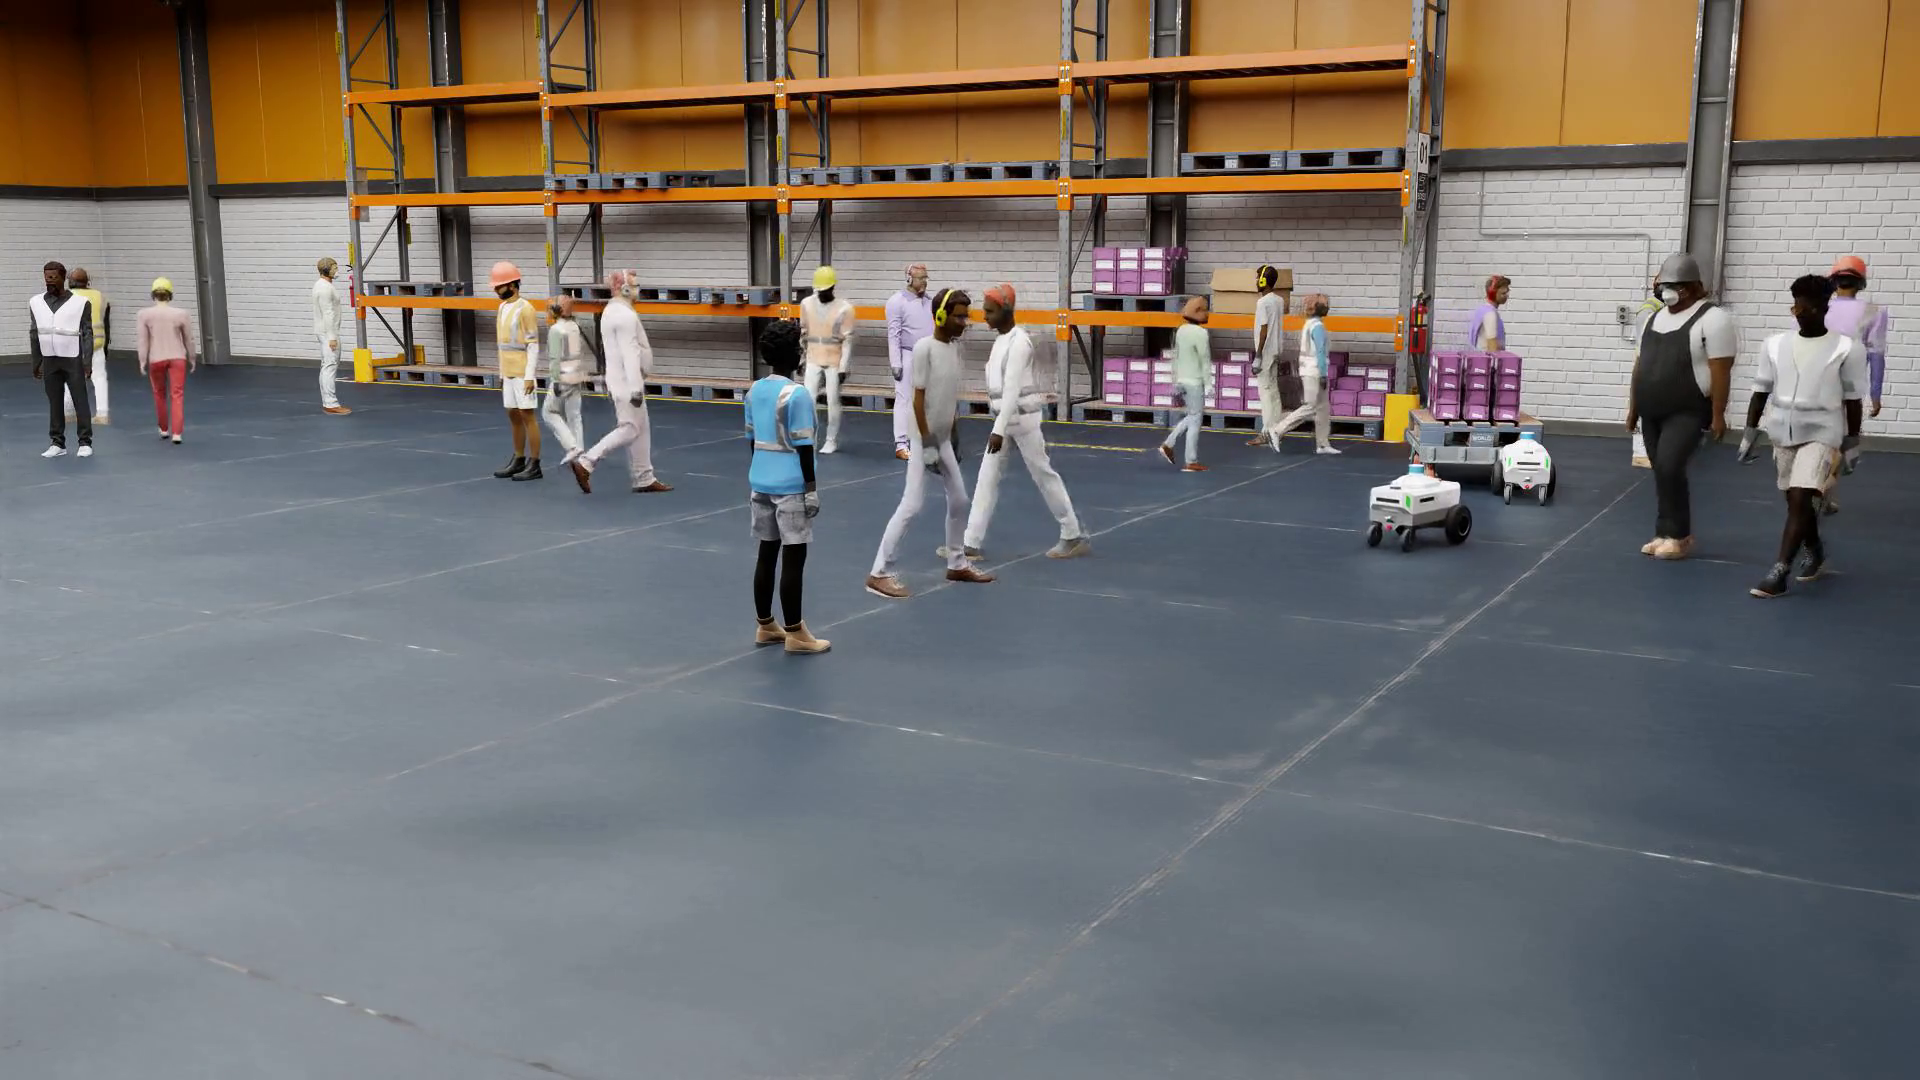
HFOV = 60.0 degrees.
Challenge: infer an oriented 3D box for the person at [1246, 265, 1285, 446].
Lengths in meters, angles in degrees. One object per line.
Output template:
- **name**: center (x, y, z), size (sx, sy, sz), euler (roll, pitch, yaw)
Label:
- **person**: center (3.192, -1.914, 17.317), size (0.313, 1.869, 0.528), euler (7, 12, 35)

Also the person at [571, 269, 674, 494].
- **person**: center (-2.816, -1.299, 13.791), size (0.791, 1.885, 0.650), euler (-3, 11, -18)

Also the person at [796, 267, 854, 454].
- **person**: center (-1.365, -1.739, 16.347), size (0.658, 1.860, 0.837), euler (3, 10, 15)

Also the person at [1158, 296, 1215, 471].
- **person**: center (2.119, -1.426, 15.268), size (0.394, 1.618, 0.505), euler (-3, 10, -17)

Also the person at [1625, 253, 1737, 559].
- **person**: center (4.690, -0.885, 11.006), size (0.577, 2.000, 0.715), euler (-4, 11, -22)

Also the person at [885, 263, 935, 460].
- **person**: center (-0.422, -1.736, 16.199), size (0.411, 1.910, 0.643), euler (9, 14, 42)

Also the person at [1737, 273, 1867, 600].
- **person**: center (5.073, -0.638, 9.991), size (1.033, 1.919, 0.615), euler (-7, 12, -36)

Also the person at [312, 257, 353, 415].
- **person**: center (-7.750, -2.506, 20.473), size (0.367, 1.939, 0.634), euler (-5, 11, -25)

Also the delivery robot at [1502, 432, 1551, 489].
- **delivery robot**: center (4.608, -0.636, 13.538), size (0.477, 0.478, 0.707), euler (3, 10, 15)

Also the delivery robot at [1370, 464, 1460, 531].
- **delivery robot**: center (3.155, -0.281, 11.527), size (0.707, 0.478, 0.477), euler (-9, 14, -42)

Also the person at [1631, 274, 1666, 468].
- **person**: center (6.563, -1.593, 15.609), size (0.623, 1.838, 0.429), euler (-10, 14, -43)

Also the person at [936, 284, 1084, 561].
- **person**: center (0.381, -0.755, 10.906), size (1.027, 1.837, 0.592), euler (-3, 11, -18)

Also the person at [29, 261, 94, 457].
- **person**: center (-8.829, -1.774, 16.385), size (0.593, 1.920, 0.391), euler (-1, 10, -5)

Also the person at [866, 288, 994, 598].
- **person**: center (-0.159, -0.586, 9.974), size (0.536, 1.820, 0.746), euler (5, 11, 27)

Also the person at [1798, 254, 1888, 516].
- **person**: center (6.580, -1.144, 12.539), size (0.632, 2.018, 0.795), euler (9, 14, 43)

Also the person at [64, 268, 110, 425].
- **person**: center (-10.280, -2.253, 19.401), size (0.912, 1.805, 0.658), euler (7, 12, 34)

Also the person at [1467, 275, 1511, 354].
- **person**: center (4.997, -1.631, 15.914), size (0.932, 1.801, 0.566), euler (3, 10, 17)

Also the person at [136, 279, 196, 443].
- **person**: center (-8.399, -1.898, 17.630), size (0.545, 1.716, 0.899), euler (-5, 11, -25)

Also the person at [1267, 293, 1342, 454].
- **person**: center (3.431, -1.632, 16.447), size (0.692, 1.613, 0.519), euler (1, 10, 7)

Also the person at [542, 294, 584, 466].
- **person**: center (-3.707, -1.479, 15.555), size (0.373, 1.626, 0.524), euler (3, 10, 16)

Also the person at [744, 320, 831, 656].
- **person**: center (-0.887, -0.264, 8.455), size (0.317, 1.700, 0.539), euler (-8, 13, -39)

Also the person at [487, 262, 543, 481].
- **person**: center (-3.942, -1.481, 14.711), size (0.391, 1.924, 0.547), euler (-9, 14, -42)
